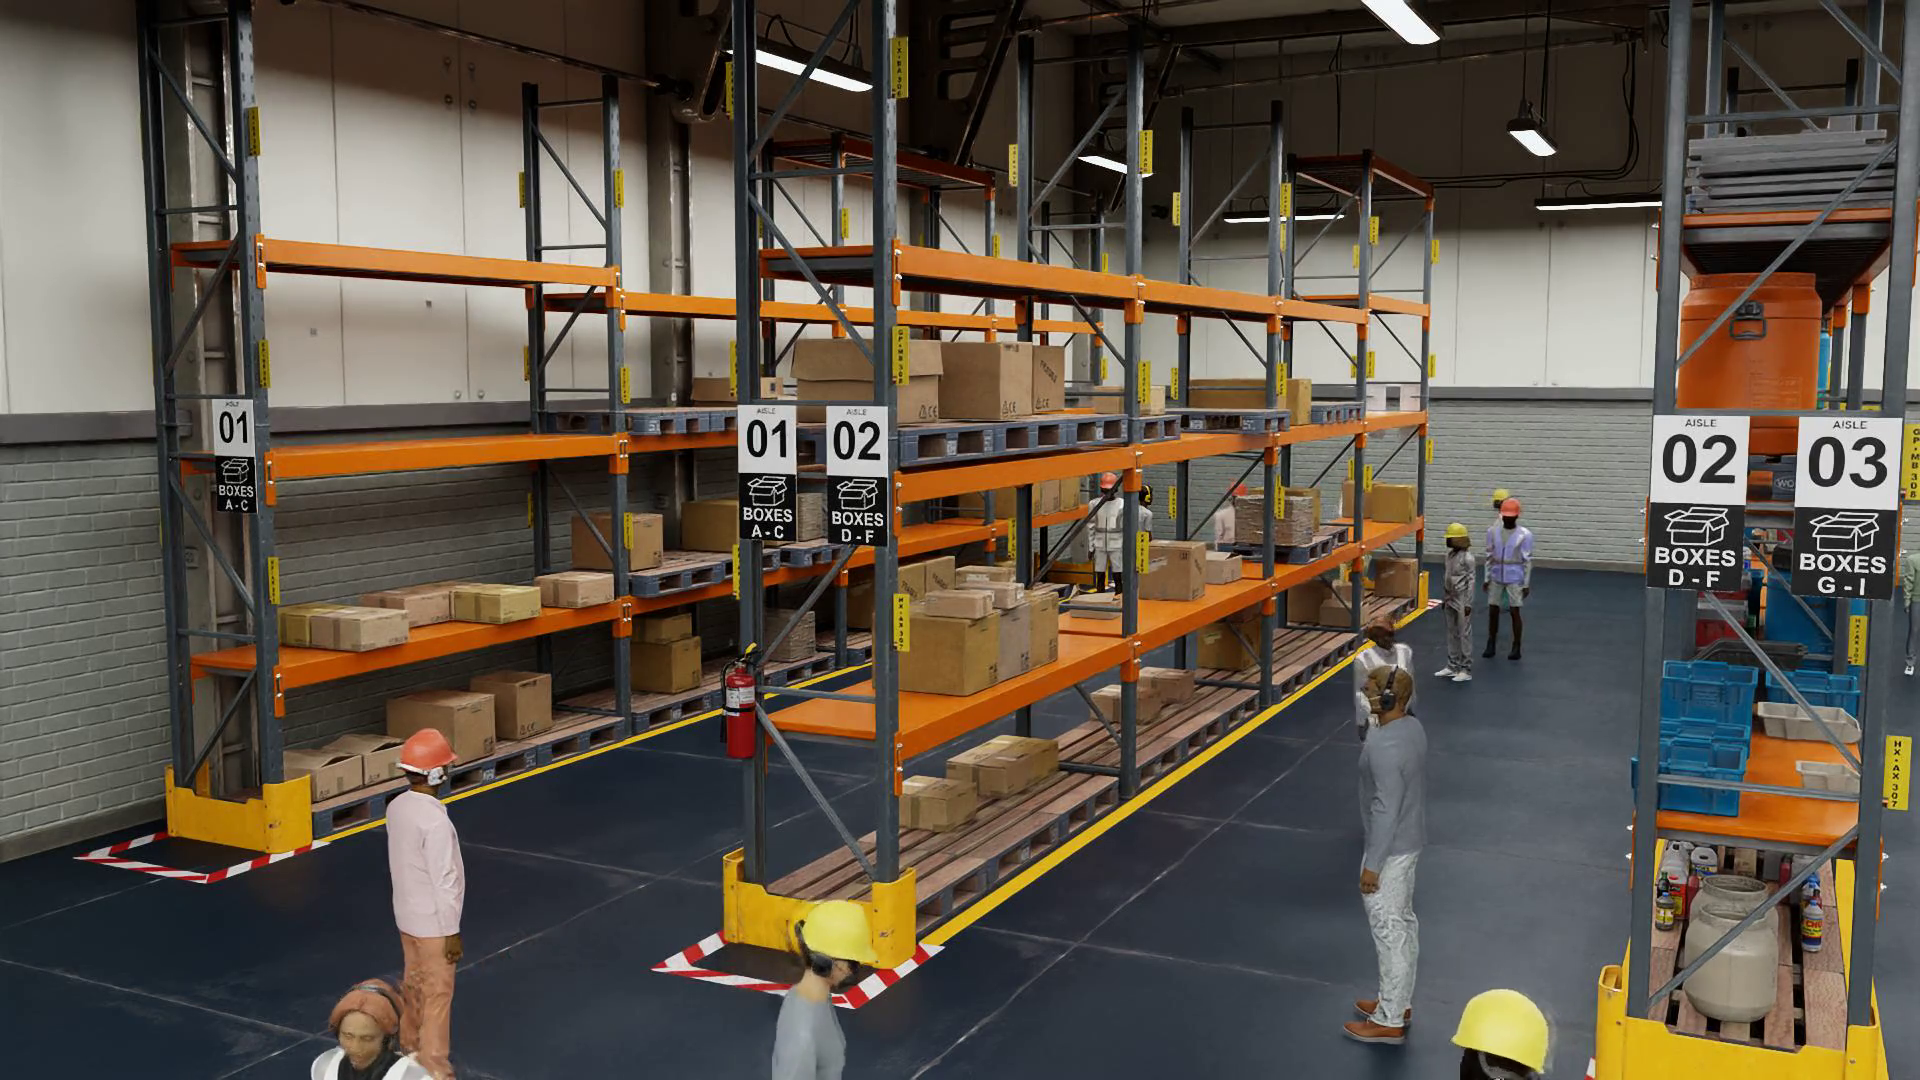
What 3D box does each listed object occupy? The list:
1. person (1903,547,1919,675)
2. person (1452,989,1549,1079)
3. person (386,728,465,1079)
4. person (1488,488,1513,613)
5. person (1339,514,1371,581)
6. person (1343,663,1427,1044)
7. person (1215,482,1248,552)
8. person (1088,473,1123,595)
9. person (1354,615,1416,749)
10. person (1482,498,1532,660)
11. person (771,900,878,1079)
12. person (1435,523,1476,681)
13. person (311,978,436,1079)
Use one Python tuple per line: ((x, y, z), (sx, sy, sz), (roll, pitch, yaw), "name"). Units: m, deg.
((10.804, 0.707, 18.561), (0.500, 1.636, 0.280), (2, 6, 20), "person")
((1.245, 2.063, 4.145), (0.434, 1.891, 0.627), (6, 8, 44), "person")
((-2.479, 1.752, 7.805), (0.319, 1.755, 0.572), (-5, 8, -40), "person")
((7.624, 0.150, 23.387), (0.333, 1.767, 0.531), (2, 6, 22), "person")
((6.032, -0.072, 25.210), (0.640, 1.819, 0.590), (-1, 6, -10), "person")
((2.189, 1.590, 8.518), (0.371, 1.940, 0.630), (3, 7, 26), "person")
((3.638, 0.211, 21.841), (0.626, 1.965, 0.892), (-2, 6, -17), "person")
((2.021, 0.100, 22.562), (0.607, 2.034, 0.408), (2, 6, 20), "person")
((3.201, 1.343, 12.524), (0.649, 1.609, 0.410), (-3, 6, -24), "person")
((6.445, 0.457, 19.610), (0.545, 1.924, 0.414), (5, 8, 39), "person")
((-0.518, 2.020, 5.465), (0.935, 1.709, 0.554), (0, 6, -3), "person")
((5.467, 0.679, 18.324), (0.324, 1.740, 0.492), (-2, 6, -18), "person")
((-1.748, 2.105, 5.197), (0.529, 1.597, 0.823), (3, 6, 25), "person")
